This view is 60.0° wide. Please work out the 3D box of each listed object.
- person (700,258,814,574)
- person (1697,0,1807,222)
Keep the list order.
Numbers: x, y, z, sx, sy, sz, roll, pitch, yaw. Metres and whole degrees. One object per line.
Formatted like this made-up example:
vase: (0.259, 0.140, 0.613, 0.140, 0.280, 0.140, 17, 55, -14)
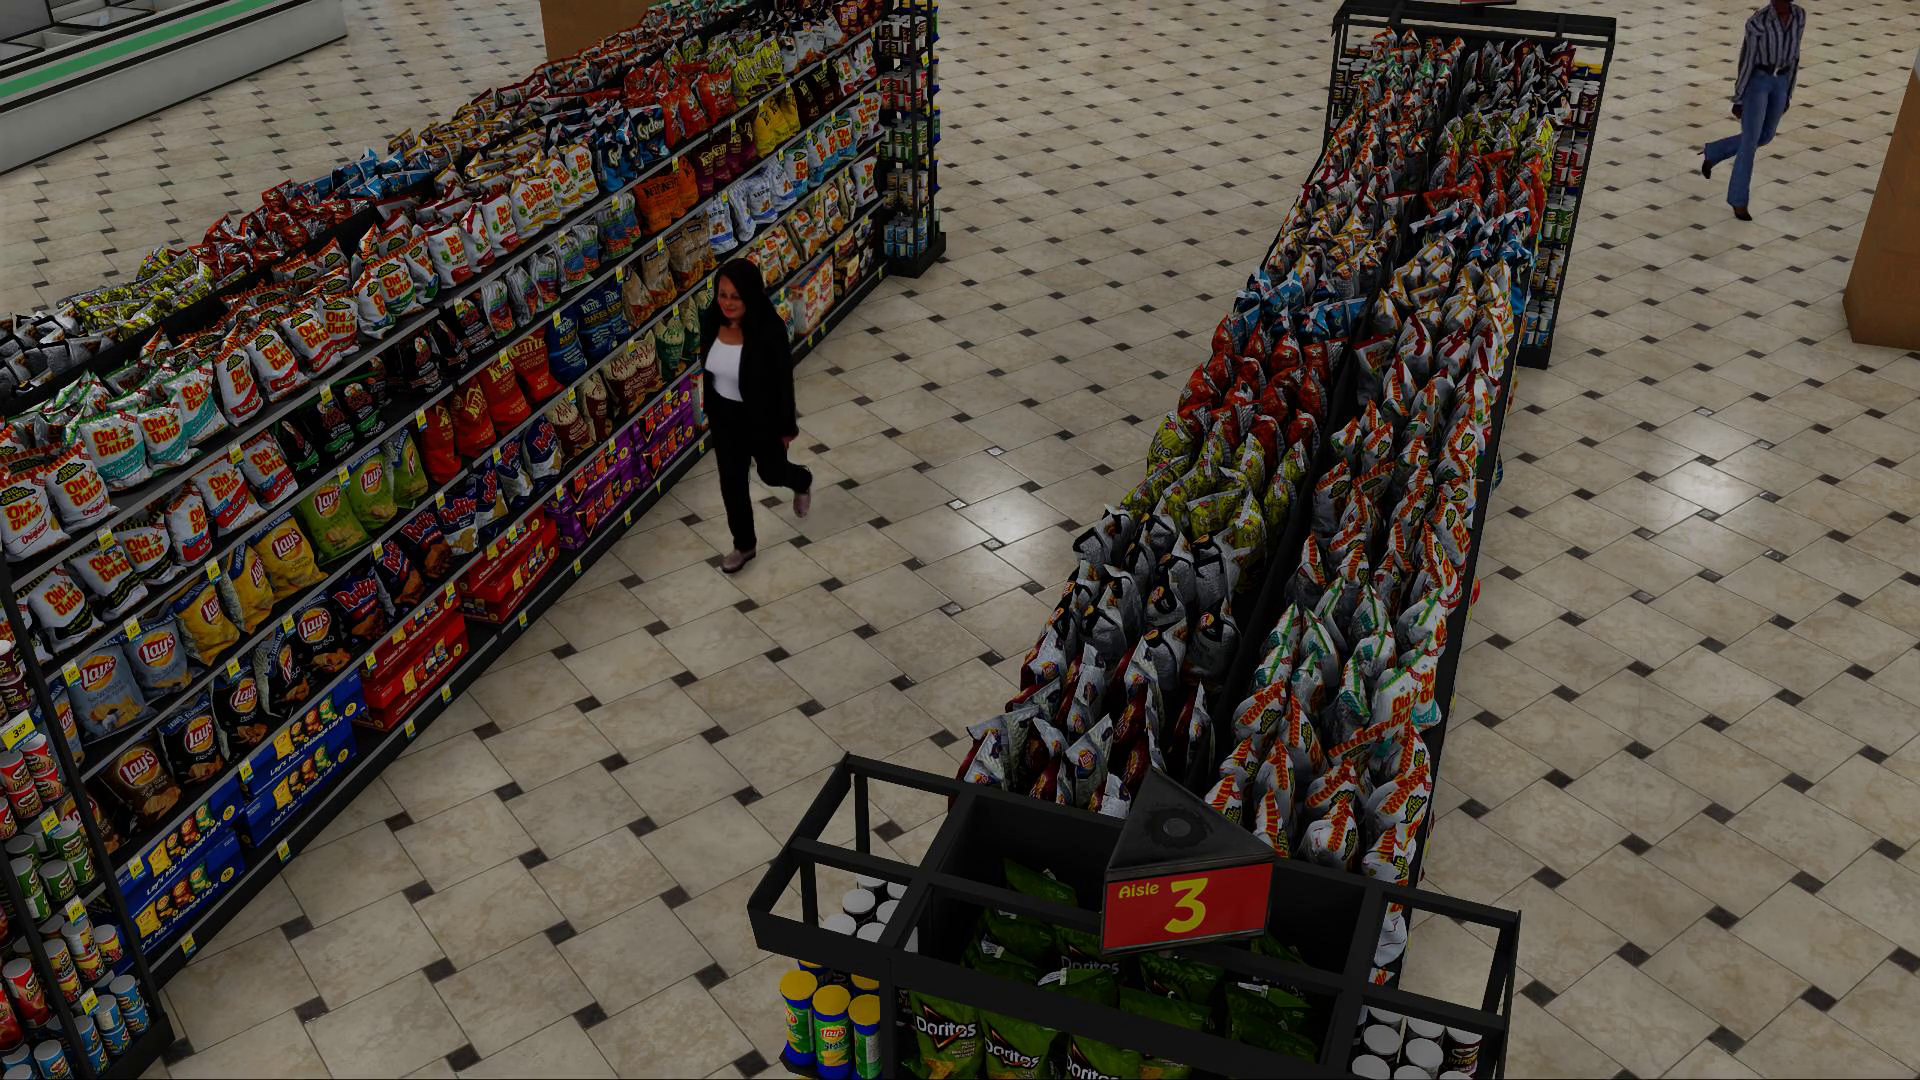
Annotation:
person: (-0.981, -0.643, 8.051, 0.638, 1.597, 0.933, 12, 34, 18)
person: (5.759, -3.255, 12.083, 0.971, 1.774, 1.057, -11, 33, -17)
